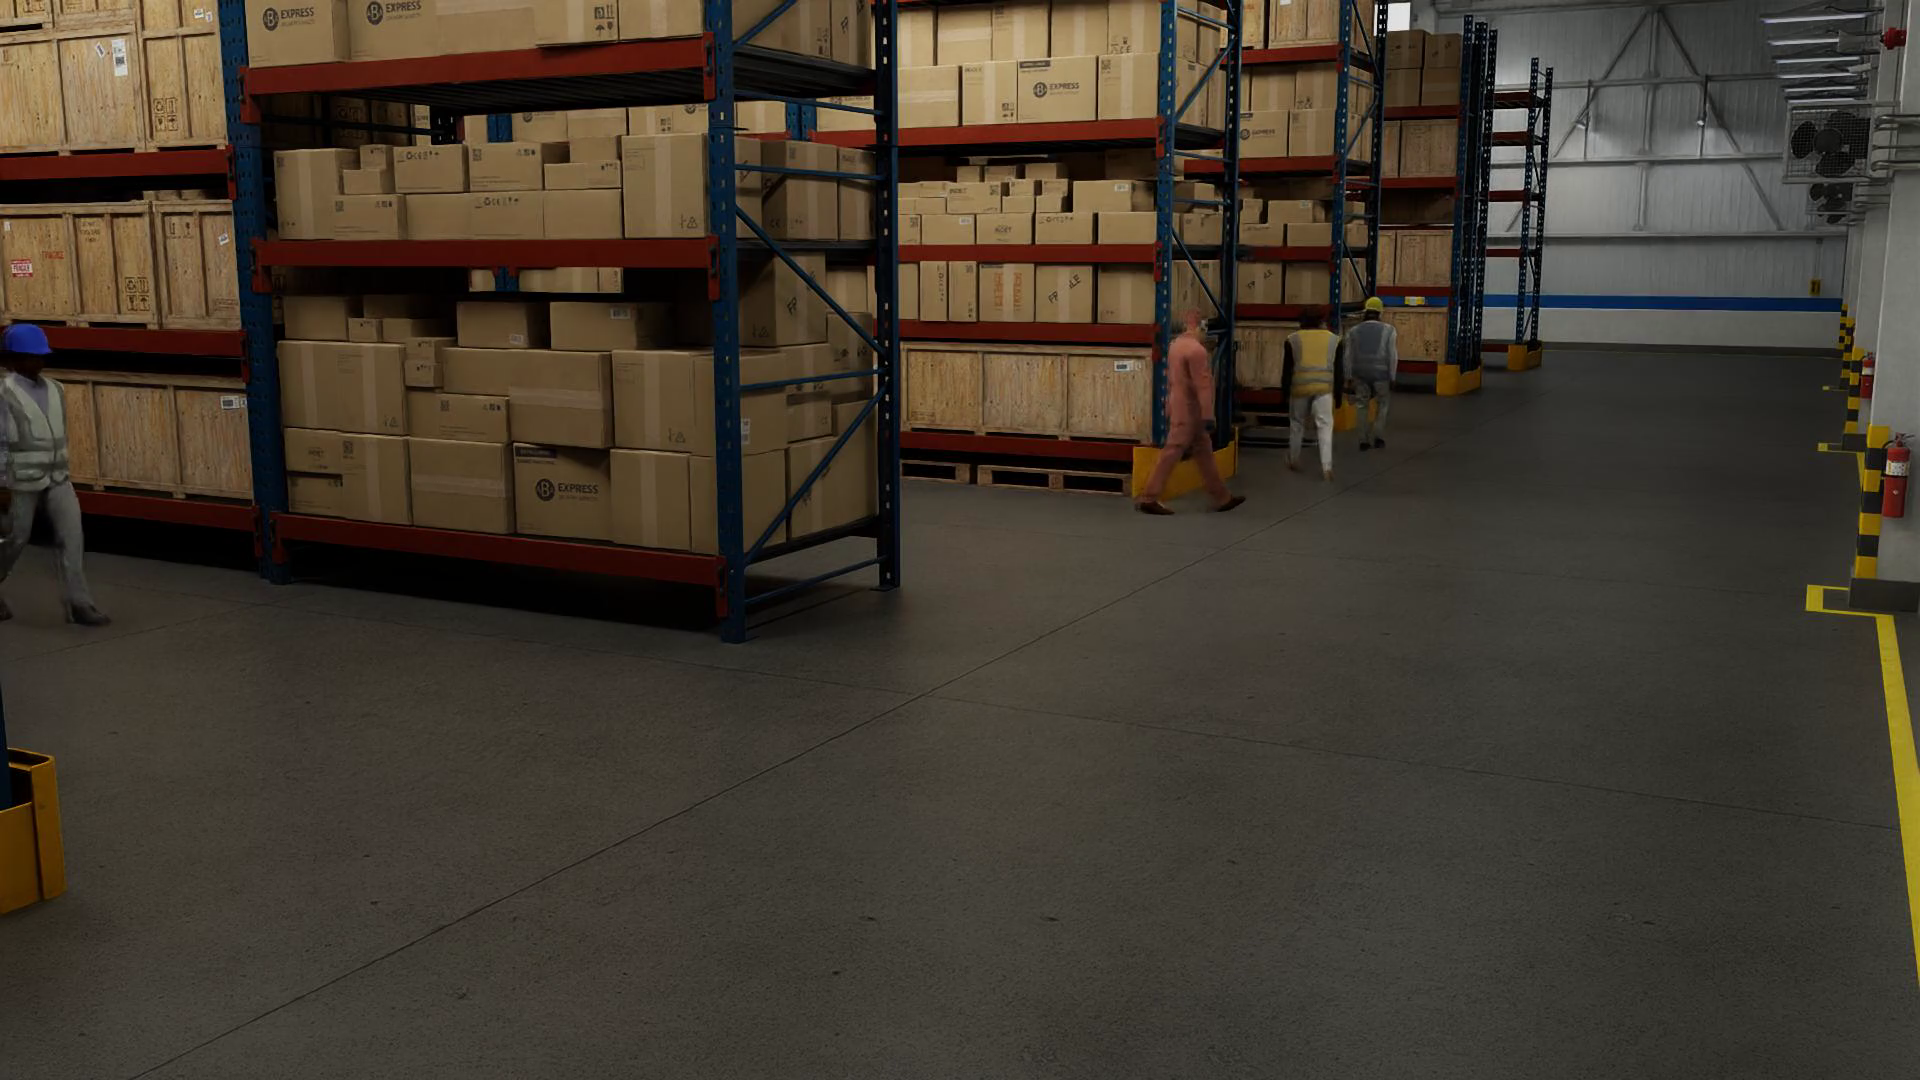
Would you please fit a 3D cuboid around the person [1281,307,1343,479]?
[{"bbox_3d":[3.680,-1.544,17.424,0.659,1.766,1.060,0,10,3],"label":"person"}]

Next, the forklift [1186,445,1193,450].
[{"bbox_3d":[2.326,-2.552,20.021,1.873,2.768,1.129,5,11,27],"label":"forklift"}]

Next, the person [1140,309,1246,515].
[{"bbox_3d":[2.078,-1.138,14.866,1.013,1.833,0.716,-1,10,-4],"label":"person"}]

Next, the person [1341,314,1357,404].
[{"bbox_3d":[5.793,-2.923,25.557,0.587,1.719,0.694,-2,10,-9],"label":"person"}]

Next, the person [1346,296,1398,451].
[{"bbox_3d":[4.900,-1.972,19.727,0.620,1.815,0.610,5,11,25],"label":"person"}]

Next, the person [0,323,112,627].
[{"bbox_3d":[-5.843,-0.403,10.395,0.946,1.913,0.625,3,10,19],"label":"person"}]
